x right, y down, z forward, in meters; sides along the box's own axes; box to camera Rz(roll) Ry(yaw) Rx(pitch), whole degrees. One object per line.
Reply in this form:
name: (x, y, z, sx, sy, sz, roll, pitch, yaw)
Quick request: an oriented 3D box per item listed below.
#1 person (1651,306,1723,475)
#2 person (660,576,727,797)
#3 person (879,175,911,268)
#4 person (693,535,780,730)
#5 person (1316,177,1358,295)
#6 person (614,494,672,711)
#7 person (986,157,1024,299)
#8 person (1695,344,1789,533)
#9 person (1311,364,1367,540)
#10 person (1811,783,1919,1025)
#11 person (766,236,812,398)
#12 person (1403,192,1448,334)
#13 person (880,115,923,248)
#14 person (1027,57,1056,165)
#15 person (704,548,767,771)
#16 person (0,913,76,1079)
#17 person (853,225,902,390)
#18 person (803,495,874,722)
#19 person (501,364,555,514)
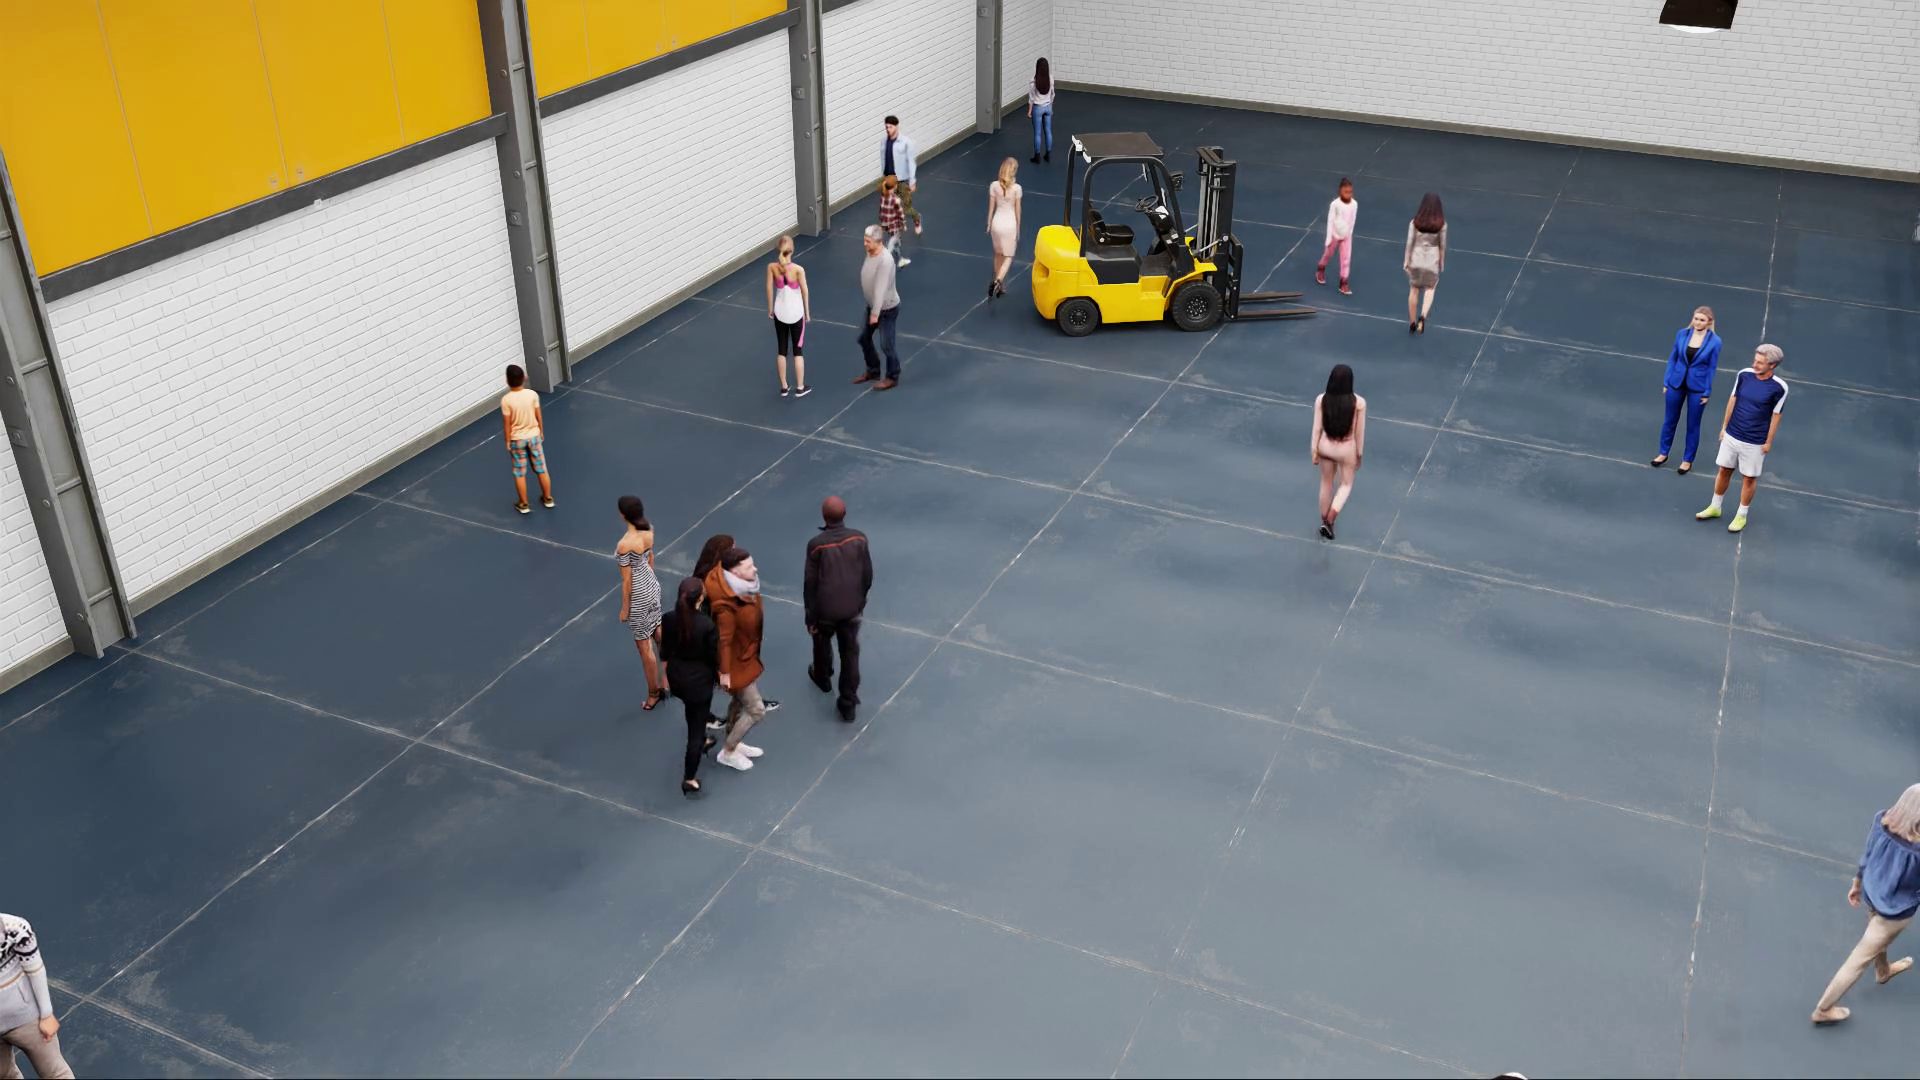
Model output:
person: (7.186, -1.499, 16.401, 0.661, 1.699, 0.623, 22, 35, 34)
person: (-1.945, 1.072, 11.765, 0.639, 1.625, 0.929, 10, 30, 17)
person: (-0.923, -4.062, 21.544, 0.951, 1.276, 0.741, -24, 37, -37)
person: (-1.875, 0.722, 12.443, 0.940, 1.593, 0.932, -3, 29, -6)
person: (4.767, -3.885, 21.069, 0.946, 1.419, 1.068, -6, 29, -11)
person: (-2.405, 0.466, 12.671, 0.674, 1.822, 0.474, 10, 30, 18)
person: (0.529, -3.772, 20.454, 0.634, 1.809, 0.918, 9, 30, 15)
person: (7.241, -0.969, 15.292, 0.704, 1.832, 0.717, -21, 35, -33)
person: (3.386, -0.740, 15.002, 0.616, 1.708, 0.813, 12, 31, 21)
person: (5.345, 2.167, 9.725, 1.102, 1.657, 1.081, -8, 30, -14)
person: (-1.855, -2.418, 17.995, 0.657, 1.786, 0.592, 6, 29, 11)
person: (5.428, -3.179, 19.449, 0.671, 1.731, 0.748, 8, 30, 15)
person: (-0.805, -4.847, 22.447, 0.743, 1.787, 1.012, 14, 32, 24)
person: (1.290, -6.742, 26.083, 0.642, 1.633, 0.736, -15, 32, -25)
person: (-1.698, 0.864, 11.946, 0.904, 1.819, 0.787, -3, 29, -6)
person: (-5.095, 2.515, 8.874, 0.766, 1.861, 0.755, -2, 29, -4)
person: (-0.773, -2.537, 18.117, 0.932, 1.879, 0.887, -13, 31, -23)
person: (-0.893, 0.553, 12.536, 1.087, 1.799, 1.151, -10, 30, -17)
person: (-4.097, -0.960, 15.667, 0.560, 1.456, 0.651, -16, 33, -27)
